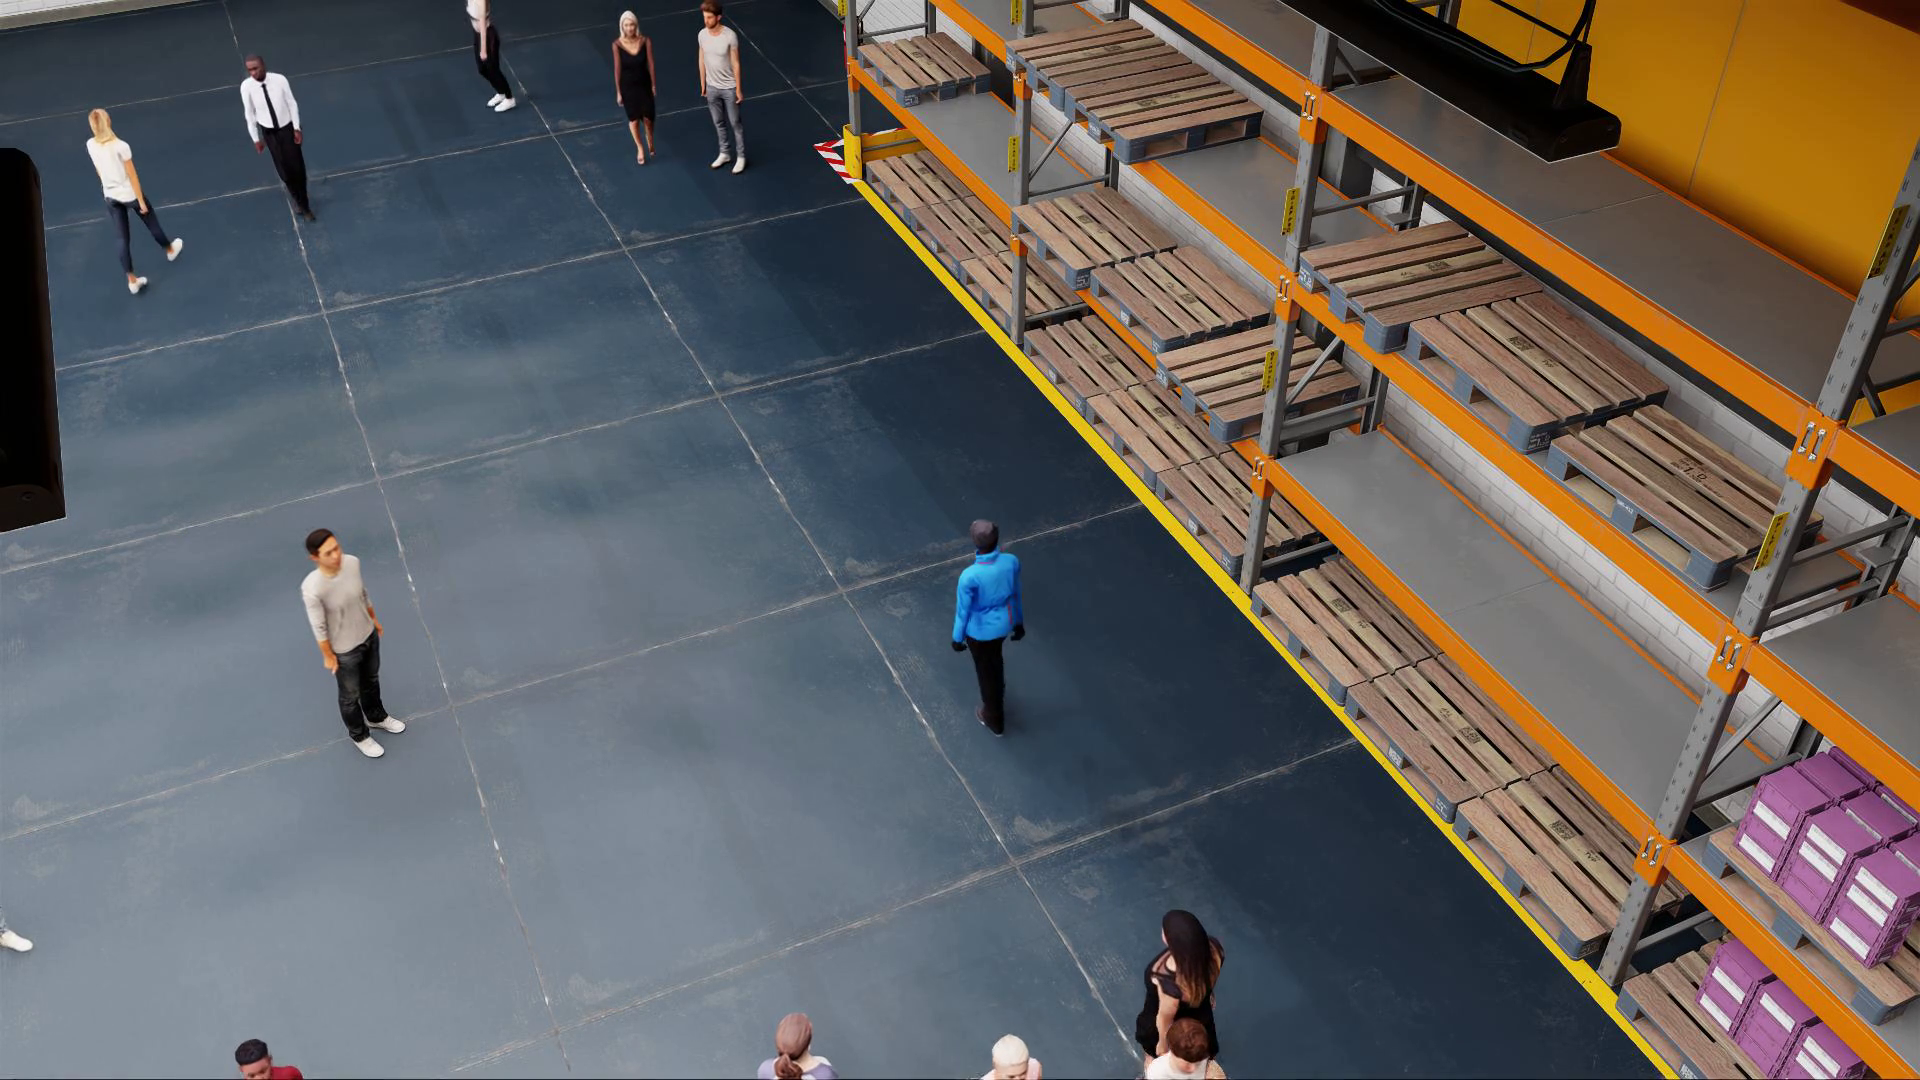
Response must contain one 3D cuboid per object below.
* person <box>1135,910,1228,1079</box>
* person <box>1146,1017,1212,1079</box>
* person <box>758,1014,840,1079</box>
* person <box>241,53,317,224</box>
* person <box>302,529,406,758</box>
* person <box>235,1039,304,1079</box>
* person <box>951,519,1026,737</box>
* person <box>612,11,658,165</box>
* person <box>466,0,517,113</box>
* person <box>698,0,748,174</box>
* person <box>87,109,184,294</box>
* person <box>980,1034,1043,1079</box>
[{"bbox_3d":[1.233,2.604,8.747,0.868,1.688,1.096,-31,48,-33],"label":"person"},{"bbox_3d":[1.057,2.931,8.365,0.626,1.653,0.608,-27,46,-30],"label":"person"},{"bbox_3d":[-0.772,2.929,8.276,0.676,1.768,0.714,4,39,6],"label":"person"},{"bbox_3d":[-7.028,-4.226,17.205,0.725,1.805,0.859,-13,40,-16],"label":"person"},{"bbox_3d":[-4.086,0.651,11.094,0.765,1.811,0.726,17,42,20],"label":"person"},{"bbox_3d":[-3.548,2.968,8.659,0.548,1.229,0.891,-20,43,-23],"label":"person"},{"bbox_3d":[0.256,0.647,11.128,0.684,1.776,0.678,-22,43,-25],"label":"person"},{"bbox_3d":[-3.545,-4.966,18.190,0.675,1.733,0.714,-6,39,-8],"label":"person"},{"bbox_3d":[-5.422,-5.763,19.202,0.727,1.715,0.631,-15,41,-18],"label":"person"},{"bbox_3d":[-2.563,-4.933,18.025,0.745,1.887,0.809,13,41,16],"label":"person"},{"bbox_3d":[-8.067,-3.217,15.979,1.009,1.759,1.222,4,39,4],"label":"person"},{"bbox_3d":[0.188,2.955,8.315,0.606,1.679,1.136,-14,41,-17],"label":"person"}]
